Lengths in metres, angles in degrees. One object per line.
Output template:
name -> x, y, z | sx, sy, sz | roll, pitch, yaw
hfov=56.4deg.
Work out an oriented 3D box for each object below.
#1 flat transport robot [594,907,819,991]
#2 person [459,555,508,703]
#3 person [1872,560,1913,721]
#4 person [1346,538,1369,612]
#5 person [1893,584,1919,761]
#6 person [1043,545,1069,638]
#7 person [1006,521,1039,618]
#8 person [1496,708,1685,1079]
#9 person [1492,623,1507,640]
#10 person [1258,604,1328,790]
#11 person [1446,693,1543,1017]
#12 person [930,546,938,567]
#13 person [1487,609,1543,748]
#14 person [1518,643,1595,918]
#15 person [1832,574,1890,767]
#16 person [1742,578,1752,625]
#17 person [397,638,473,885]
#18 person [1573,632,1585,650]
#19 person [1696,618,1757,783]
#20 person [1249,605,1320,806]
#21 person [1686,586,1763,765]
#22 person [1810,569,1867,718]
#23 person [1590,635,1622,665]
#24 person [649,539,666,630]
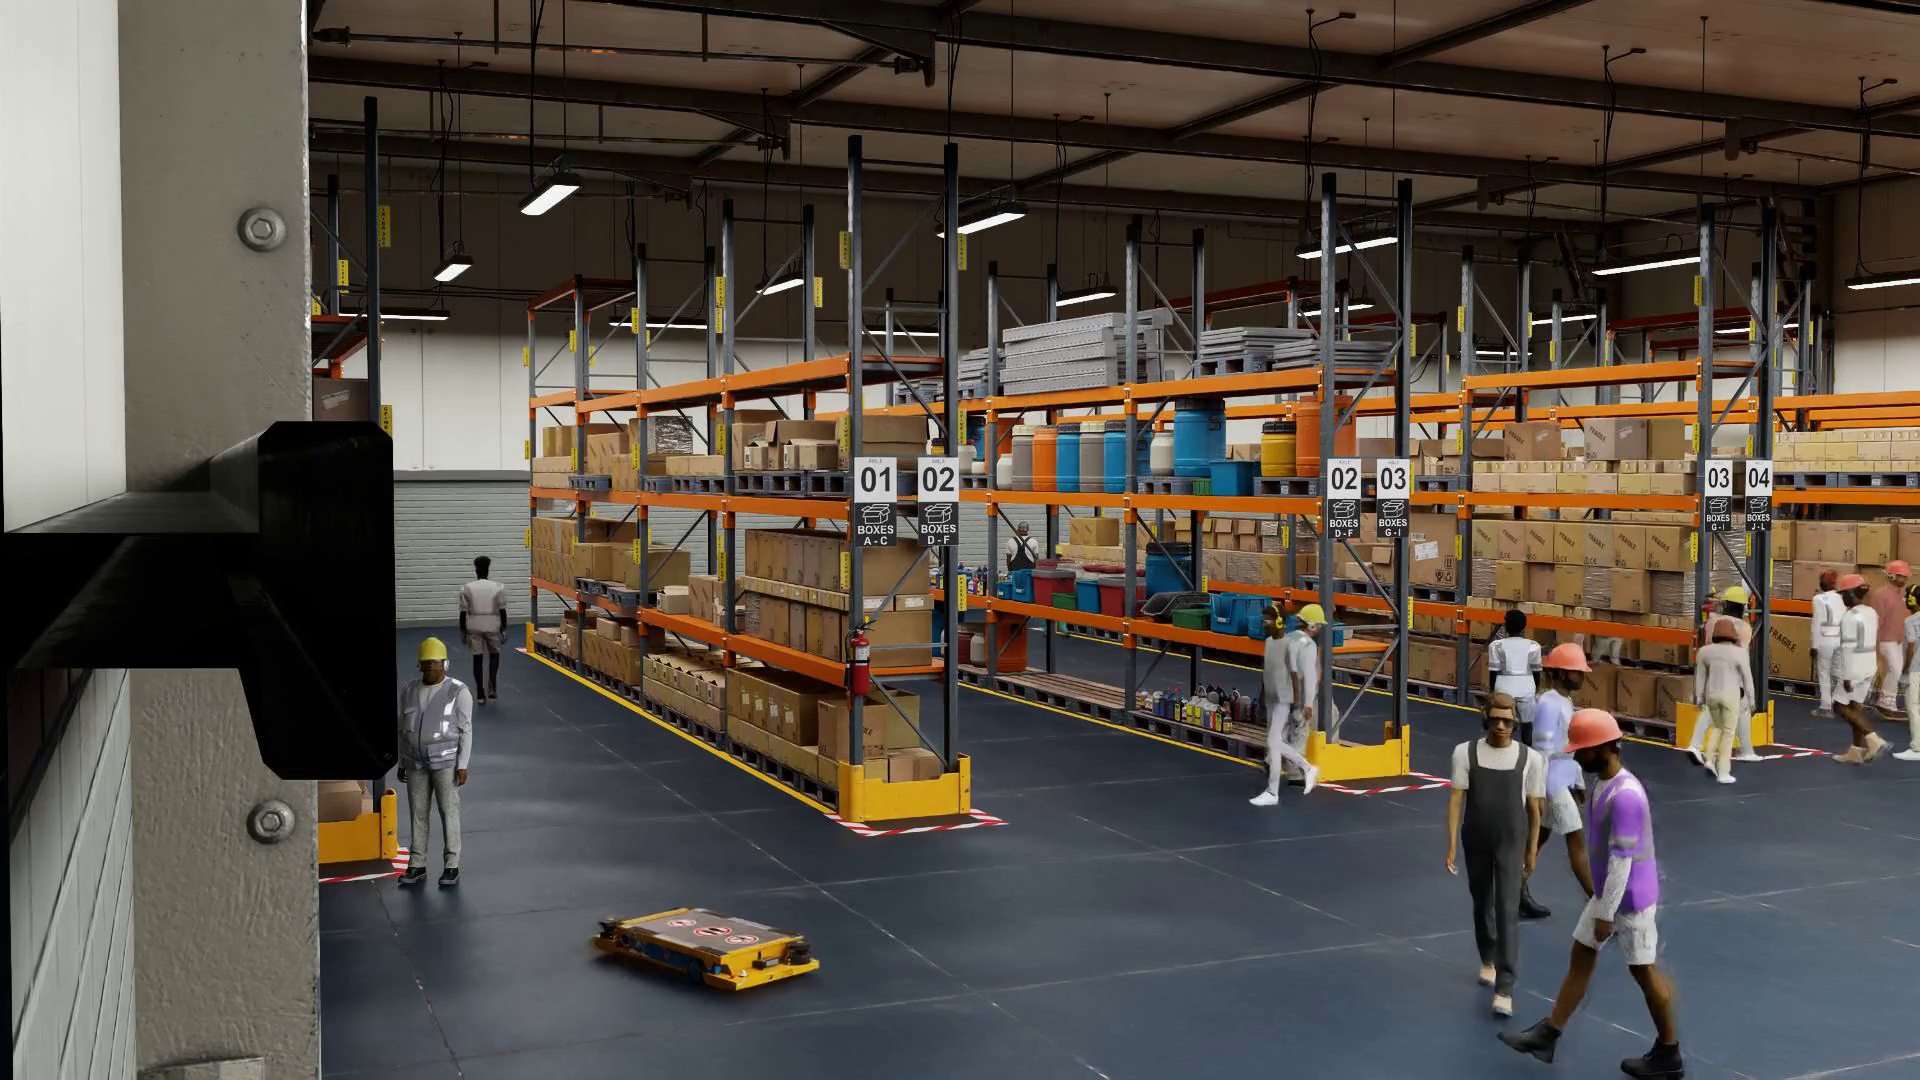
flat transport robot -> -1.596, 2.518, 11.161 | 1.431, 0.197, 0.652 | 2, 3, 44
person -> -6.345, 1.179, 23.856 | 0.633, 1.951, 0.505 | 0, 2, -13
person -> 11.471, 1.237, 21.951 | 0.652, 1.980, 0.467 | -1, 3, -30
person -> 6.308, 0.946, 28.925 | 0.647, 2.030, 0.459 | -1, 2, -20
person -> 10.196, 1.405, 19.107 | 0.530, 1.868, 0.311 | -1, 3, -34
person -> 1.745, 0.947, 33.044 | 0.544, 1.717, 0.928 | -1, 2, -18
person -> 1.326, 0.633, 37.603 | 0.688, 2.000, 0.536 | 0, 2, 10
person -> 3.208, 1.788, 9.057 | 0.980, 1.869, 0.604 | 0, 2, 5
person -> 8.109, 1.083, 26.458 | 0.605, 1.951, 0.384 | 2, 3, 37
person -> 3.265, 1.512, 17.356 | 0.588, 1.800, 0.628 | 0, 2, -11
person -> 3.116, 1.779, 10.438 | 0.514, 1.799, 0.991 | 1, 2, 22
person -> -0.456, 0.679, 38.514 | 0.404, 1.833, 0.590 | 0, 2, 2
person -> 5.520, 1.536, 17.845 | 0.540, 1.700, 0.316 | 0, 2, 2
person -> 4.167, 1.657, 12.178 | 0.957, 1.891, 0.585 | 1, 2, 27
person -> 9.352, 1.356, 18.625 | 0.611, 2.013, 0.545 | -2, 3, -36
person -> 10.553, 1.178, 24.427 | 0.594, 1.915, 0.373 | -1, 2, -27
person -> -3.937, 1.642, 13.356 | 0.591, 1.835, 0.403 | 0, 2, 10
person -> 9.562, 1.033, 27.444 | 0.648, 1.967, 0.697 | -1, 2, -22
person -> 7.552, 1.585, 17.682 | 0.375, 1.621, 0.521 | -2, 3, -39
person -> 3.026, 1.518, 16.665 | 0.744, 1.843, 0.598 | -1, 2, -19
person -> 8.008, 1.418, 18.783 | 0.992, 1.882, 0.598 | -1, 2, -27
person -> 10.904, 1.291, 22.259 | 0.589, 1.867, 0.593 | -1, 2, -20
person -> 8.785, 1.329, 24.333 | 0.520, 1.615, 0.500 | -1, 2, -18
person -> -5.175, 0.943, 30.472 | 0.656, 1.922, 0.445 | -1, 3, -31
